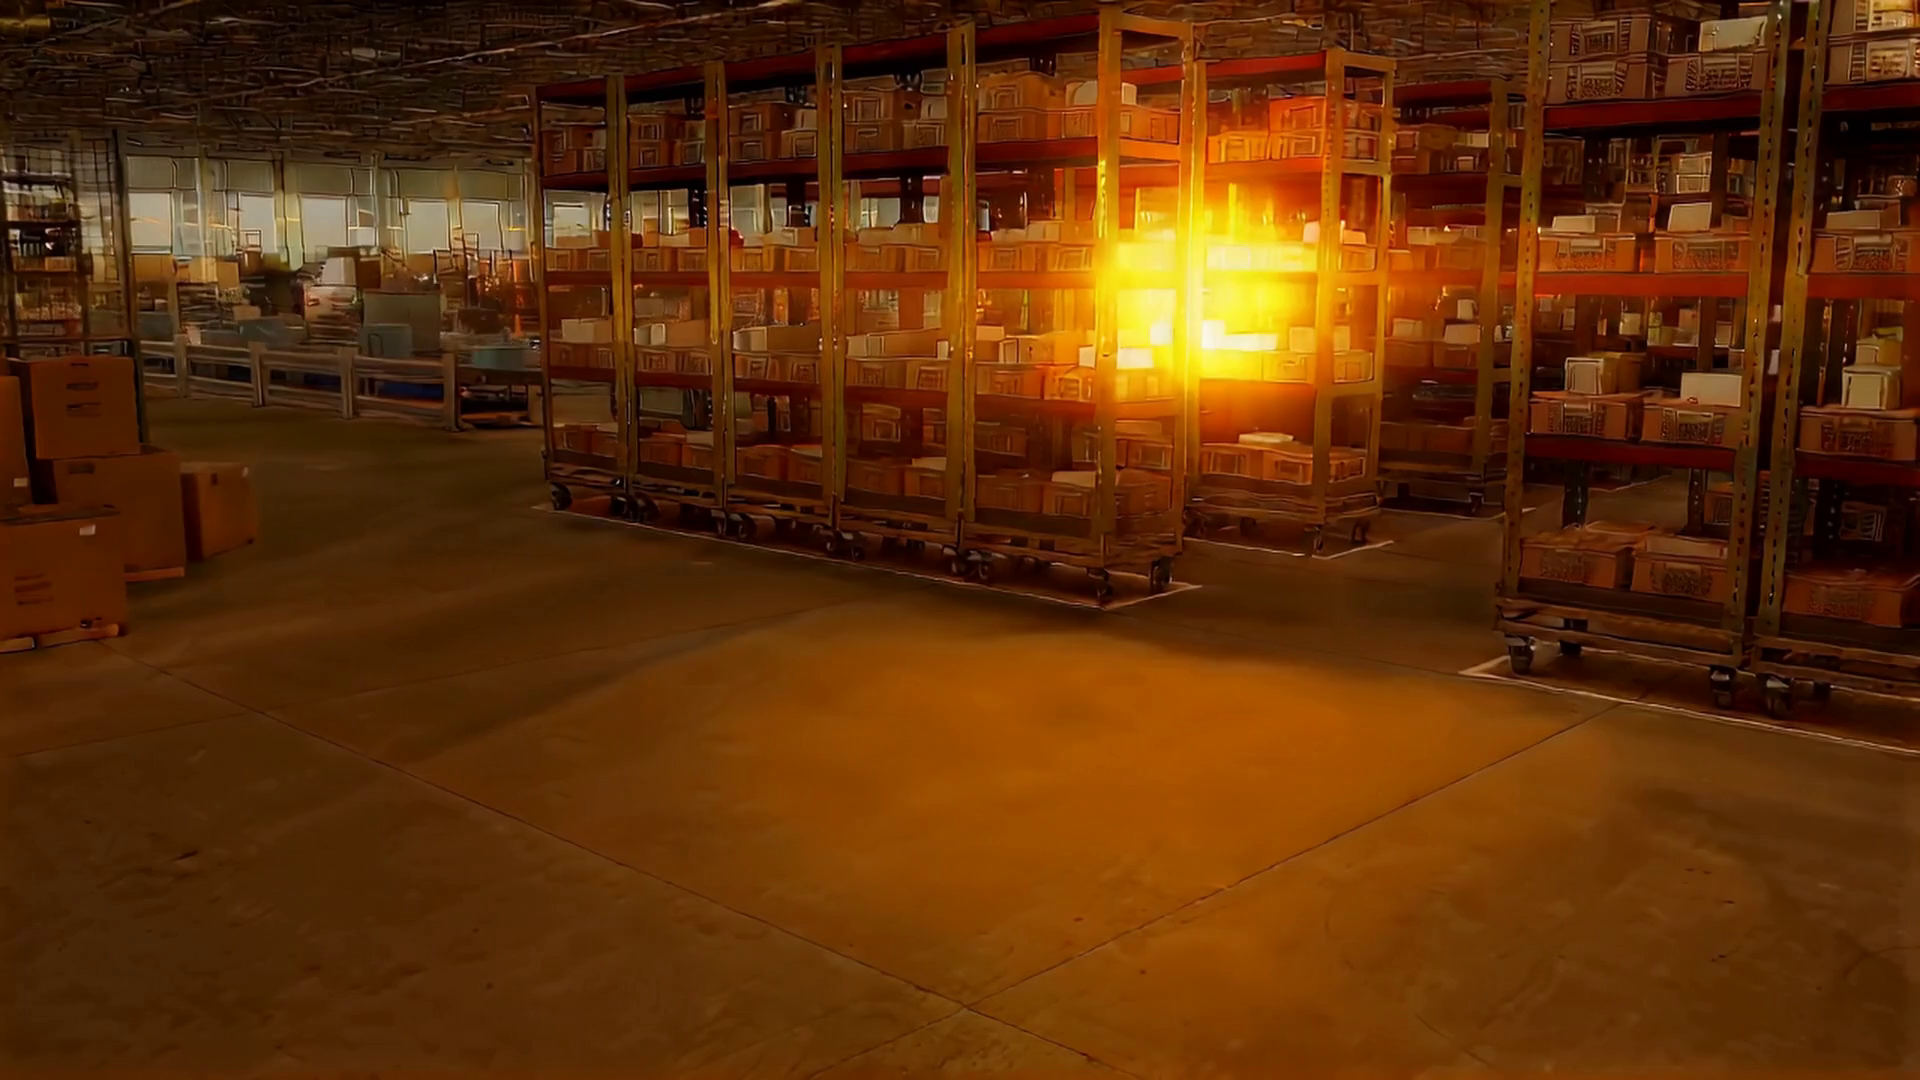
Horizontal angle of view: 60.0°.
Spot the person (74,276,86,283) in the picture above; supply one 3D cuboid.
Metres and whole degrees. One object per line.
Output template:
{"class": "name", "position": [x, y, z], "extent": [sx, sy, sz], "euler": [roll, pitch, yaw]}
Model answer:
{"class": "person", "position": [-45.076, -12.827, 85.304], "extent": [0.394, 1.990, 0.618], "euler": [4, 10, 26]}

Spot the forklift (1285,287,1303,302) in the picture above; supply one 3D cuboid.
{"class": "forklift", "position": [10.881, -8.223, 54.361], "extent": [1.129, 2.768, 1.873], "euler": [8, 12, 42]}

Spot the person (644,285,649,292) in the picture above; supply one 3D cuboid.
{"class": "person", "position": [-13.514, -10.826, 72.888], "extent": [0.746, 2.000, 0.692], "euler": [8, 12, 41]}

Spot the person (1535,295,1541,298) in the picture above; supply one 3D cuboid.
{"class": "person", "position": [15.369, -6.147, 44.915], "extent": [0.585, 1.816, 0.422], "euler": [-2, 9, -10]}

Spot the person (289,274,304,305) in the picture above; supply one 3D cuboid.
{"class": "person", "position": [-21.628, -7.730, 54.333], "extent": [0.615, 1.911, 1.020], "euler": [7, 12, 36]}

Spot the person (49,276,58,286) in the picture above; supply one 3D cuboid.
{"class": "person", "position": [-29.233, -7.651, 53.760], "extent": [0.593, 1.928, 0.459], "euler": [5, 11, 30]}

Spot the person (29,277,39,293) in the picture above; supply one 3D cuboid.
{"class": "person", "position": [-29.953, -7.631, 53.834], "extent": [0.512, 1.868, 0.329], "euler": [3, 10, 20]}

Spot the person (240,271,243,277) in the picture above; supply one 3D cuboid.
{"class": "person", "position": [-37.176, -12.950, 86.220], "extent": [0.552, 1.939, 0.355], "euler": [8, 12, 41]}

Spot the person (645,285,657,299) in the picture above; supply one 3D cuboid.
{"class": "person", "position": [-9.758, -7.274, 52.494], "extent": [0.857, 1.591, 0.517], "euler": [7, 12, 38]}

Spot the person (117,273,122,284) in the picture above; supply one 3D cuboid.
{"class": "person", "position": [-40.494, -11.928, 80.122], "extent": [0.944, 1.894, 0.583], "euler": [-4, 10, -25]}

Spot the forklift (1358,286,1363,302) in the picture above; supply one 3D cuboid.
{"class": "forklift", "position": [11.100, -7.017, 46.970], "extent": [1.873, 2.768, 1.129], "euler": [9, 13, 43]}

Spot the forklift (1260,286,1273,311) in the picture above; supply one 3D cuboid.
{"class": "forklift", "position": [9.249, -7.833, 51.972], "extent": [1.129, 2.768, 1.873], "euler": [-3, 10, -19]}

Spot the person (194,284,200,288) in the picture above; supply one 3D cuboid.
{"class": "person", "position": [-26.571, -8.250, 58.072], "extent": [0.907, 1.715, 0.536], "euler": [-8, 12, -42]}

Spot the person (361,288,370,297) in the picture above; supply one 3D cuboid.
{"class": "person", "position": [-19.729, -7.863, 55.037], "extent": [0.545, 1.938, 0.355], "euler": [9, 13, 43]}

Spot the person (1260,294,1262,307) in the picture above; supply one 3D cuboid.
{"class": "person", "position": [8.076, -6.257, 45.821], "extent": [0.549, 1.717, 0.876], "euler": [-1, 9, -6]}
